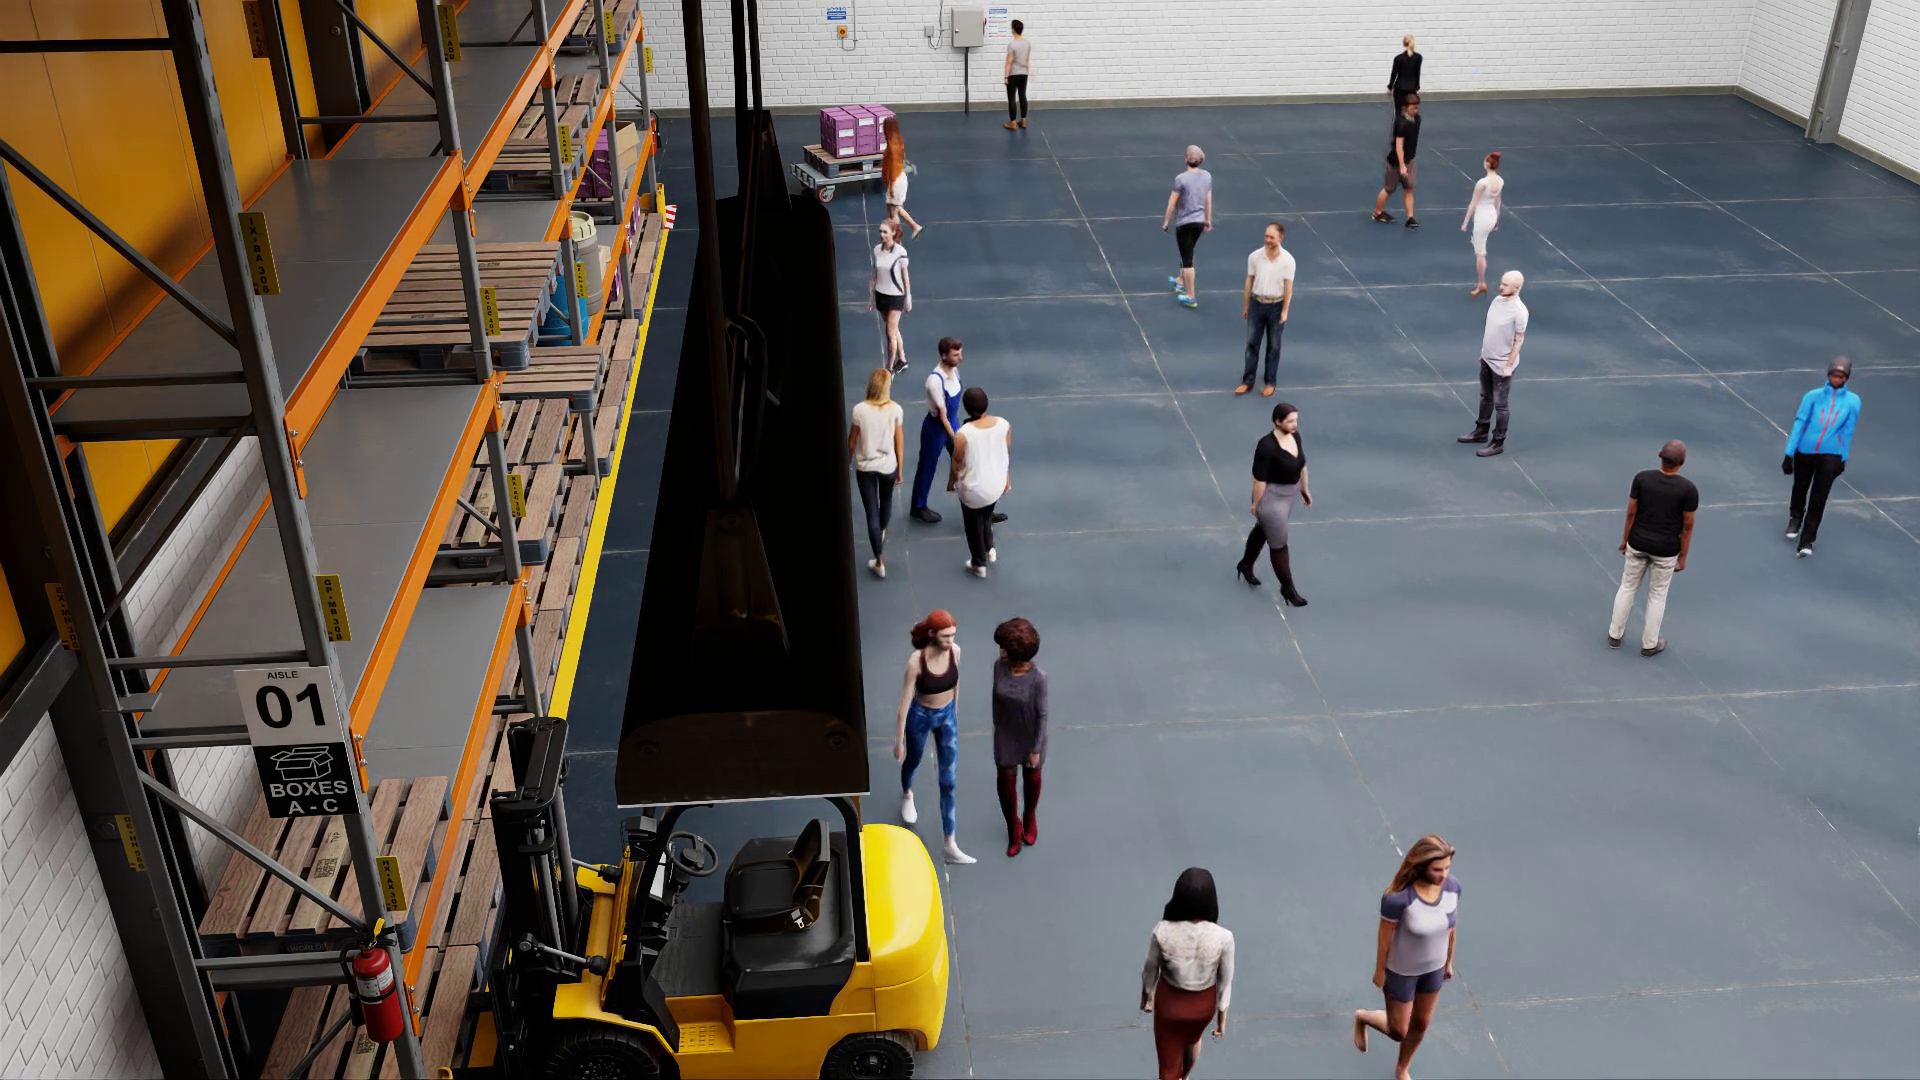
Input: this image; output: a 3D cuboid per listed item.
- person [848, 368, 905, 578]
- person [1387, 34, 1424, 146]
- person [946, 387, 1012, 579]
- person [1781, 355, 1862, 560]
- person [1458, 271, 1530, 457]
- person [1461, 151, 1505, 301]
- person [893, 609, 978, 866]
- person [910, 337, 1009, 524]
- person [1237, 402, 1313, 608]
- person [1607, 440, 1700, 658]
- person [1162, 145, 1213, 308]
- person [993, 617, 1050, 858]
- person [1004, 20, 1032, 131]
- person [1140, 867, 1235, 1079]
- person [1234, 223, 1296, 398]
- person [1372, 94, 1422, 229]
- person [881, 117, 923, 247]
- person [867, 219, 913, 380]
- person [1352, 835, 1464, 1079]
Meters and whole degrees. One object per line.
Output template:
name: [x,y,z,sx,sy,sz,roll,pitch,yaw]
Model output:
person: [-0.667,-0.517,13.871,0.726,1.770,1.019,-9,30,-15]
person: [6.870,-6.926,25.695,0.654,1.699,0.534,0,29,-1]
person: [0.189,-0.453,13.854,0.767,1.675,0.790,-17,33,-28]
person: [7.395,-0.760,14.337,1.048,1.751,1.229,14,32,24]
person: [5.203,-1.724,16.016,0.749,1.835,0.576,-7,29,-12]
person: [6.268,-3.691,19.674,0.712,1.784,0.756,-19,34,-31]
person: [-0.222,1.194,10.775,1.026,1.731,1.298,-13,31,-22]
person: [-0.249,-0.937,14.605,1.113,1.804,1.177,15,32,25]
person: [2.488,-0.344,13.600,1.112,1.726,1.041,22,36,35]
person: [5.324,0.060,12.777,0.757,1.805,0.802,19,34,30]
person: [2.746,-3.650,19.519,0.911,1.862,1.107,-14,32,-24]
person: [0.400,1.224,10.753,0.688,1.700,0.754,8,30,15]
person: [0.933,-7.461,26.660,0.688,1.713,0.702,-17,33,-28]
person: [1.143,2.474,8.446,0.709,1.714,1.118,2,29,3]
person: [3.210,-2.418,17.264,0.791,1.858,0.830,15,32,26]
person: [5.843,-5.068,22.187,1.049,1.796,1.206,-25,37,-38]
person: [-0.742,-4.582,21.387,0.793,1.709,0.782,5,29,9]
person: [-0.686,-2.584,17.705,0.841,1.727,0.941,17,33,28]
person: [2.383,2.221,8.906,0.694,1.719,0.803,-9,30,-16]
